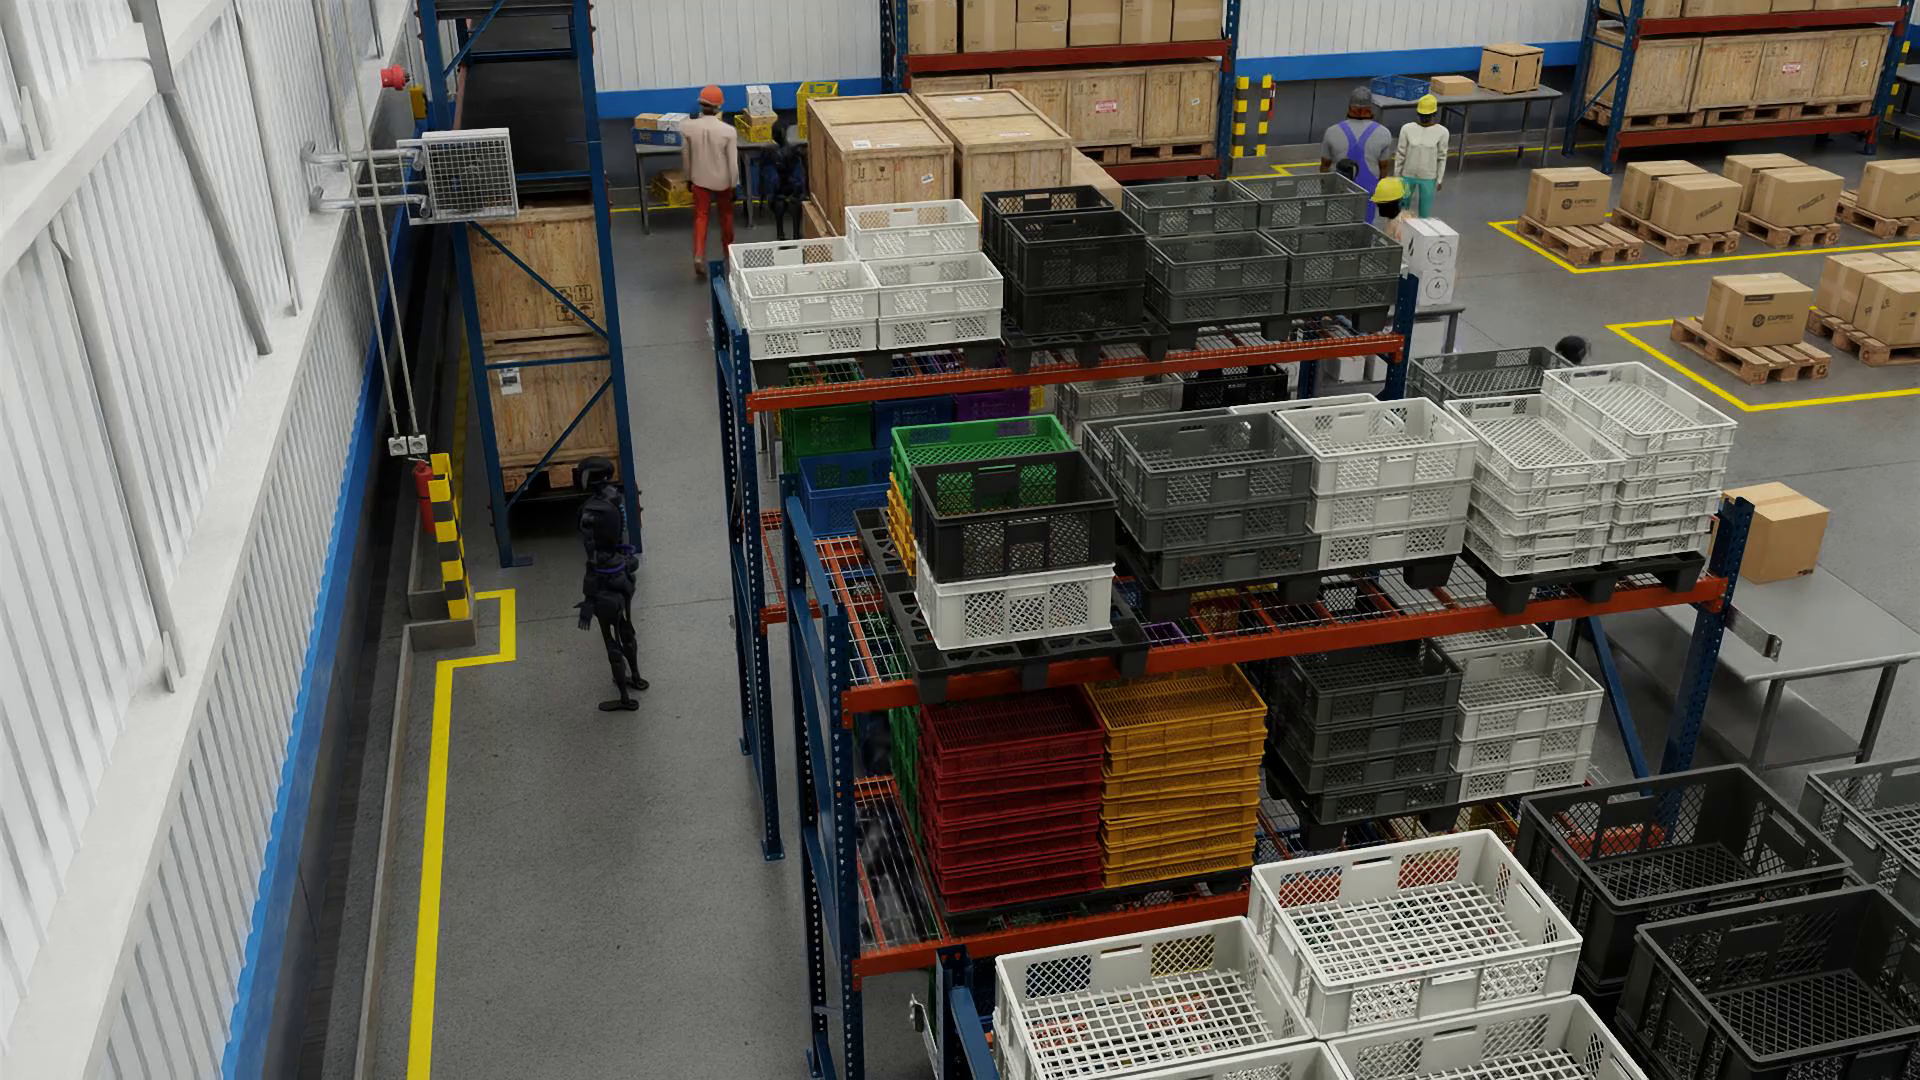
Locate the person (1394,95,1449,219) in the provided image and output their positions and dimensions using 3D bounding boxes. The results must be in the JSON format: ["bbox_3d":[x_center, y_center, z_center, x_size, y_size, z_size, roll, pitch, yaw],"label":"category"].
[{"bbox_3d":[4.906,-3.881,17.803,0.532,1.765,0.325,9,29,17],"label":"person"}]

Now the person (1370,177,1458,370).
[{"bbox_3d":[3.979,-2.324,14.768,1.049,1.852,0.613,4,28,7],"label":"person"}]

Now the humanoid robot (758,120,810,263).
[{"bbox_3d":[-1.781,-3.577,17.319,0.652,1.630,0.420,6,28,11],"label":"humanoid robot"}]

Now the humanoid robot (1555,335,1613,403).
[{"bbox_3d":[4.374,-0.657,11.806,0.662,1.632,0.386,2,28,3],"label":"humanoid robot"}]

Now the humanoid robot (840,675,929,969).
[{"bbox_3d":[-0.367,1.368,7.958,0.673,1.637,0.589,2,28,4],"label":"humanoid robot"}]

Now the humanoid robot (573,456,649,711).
[{"bbox_3d":[-2.125,0.249,10.044,0.314,1.661,0.610,4,28,8],"label":"humanoid robot"}]

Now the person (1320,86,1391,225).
[{"bbox_3d":[4.015,-3.624,17.024,0.685,2.000,0.535,8,29,14],"label":"person"}]

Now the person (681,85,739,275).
[{"bbox_3d":[-2.604,-3.764,17.380,0.614,1.952,0.906,2,28,4],"label":"person"}]

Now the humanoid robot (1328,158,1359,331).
[{"bbox_3d":[3.584,-2.841,15.924,0.349,1.648,0.573,-1,28,-1],"label":"humanoid robot"}]
